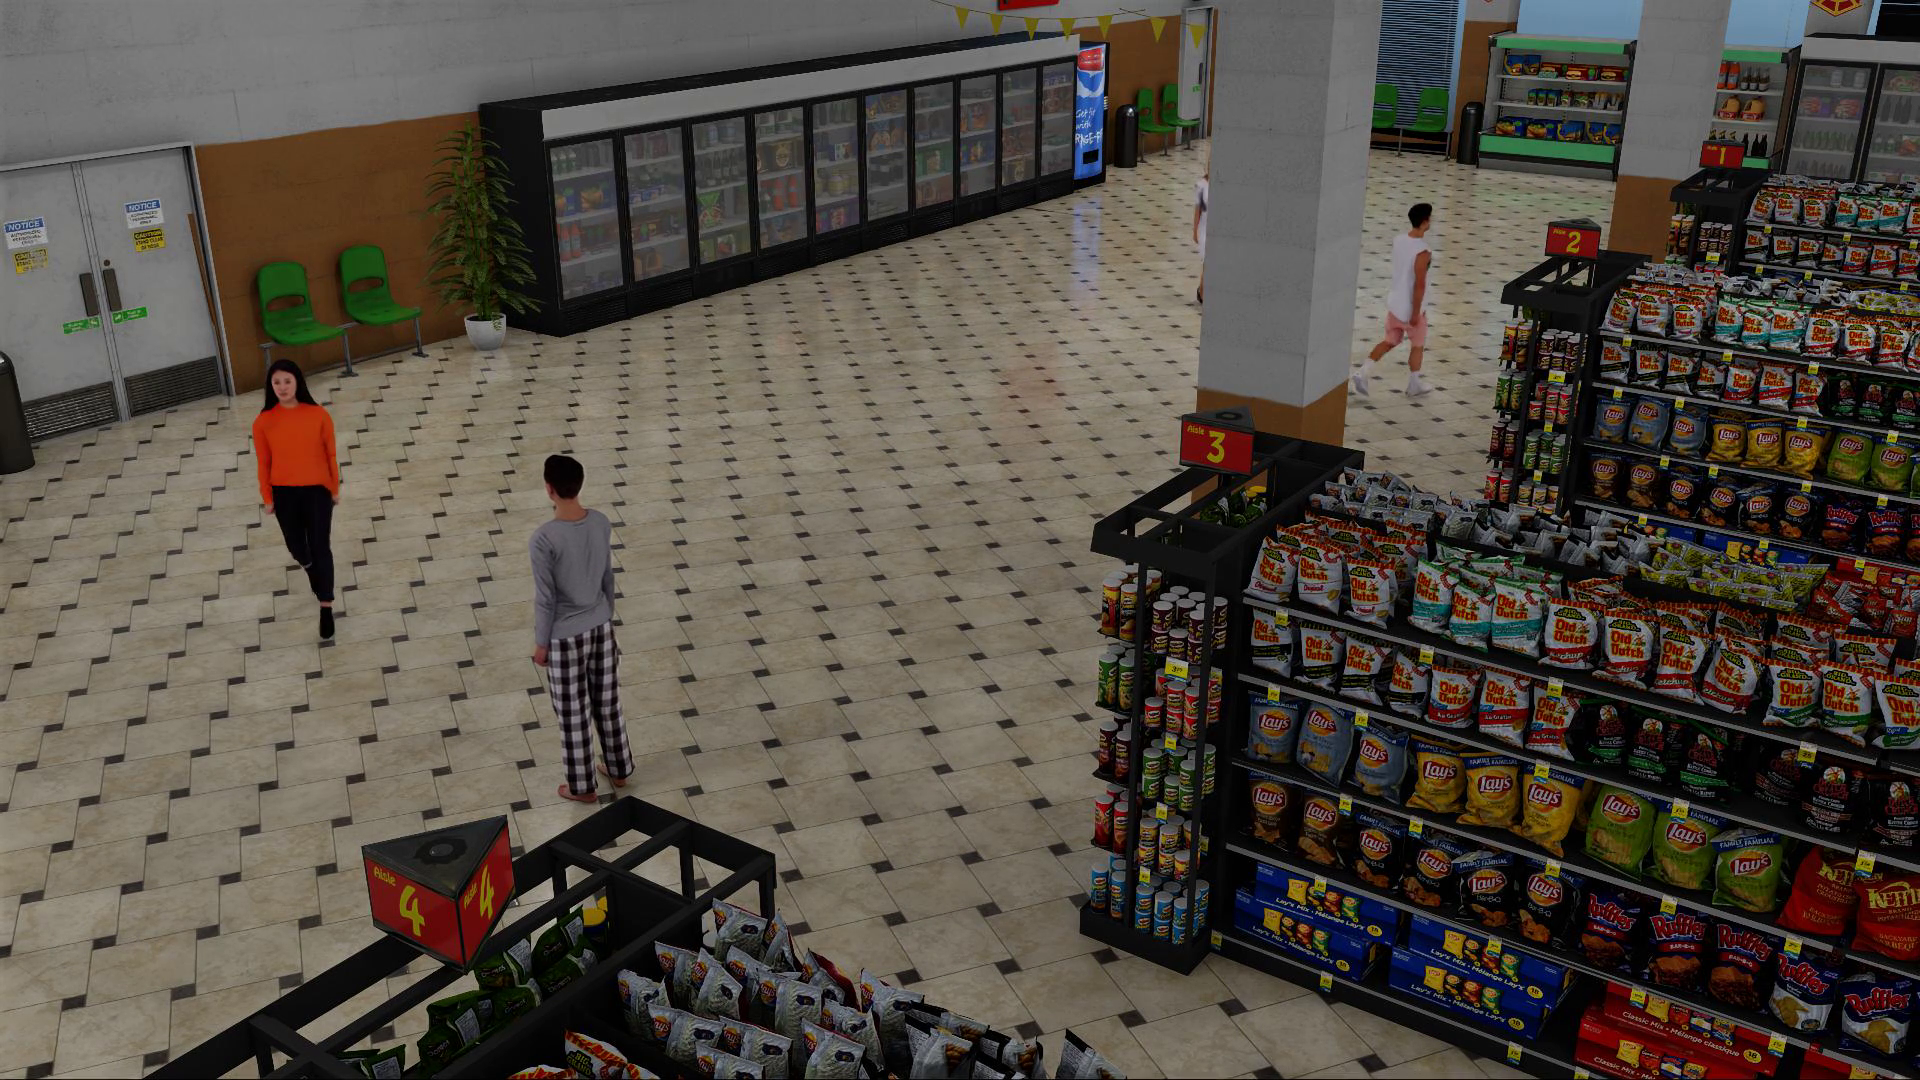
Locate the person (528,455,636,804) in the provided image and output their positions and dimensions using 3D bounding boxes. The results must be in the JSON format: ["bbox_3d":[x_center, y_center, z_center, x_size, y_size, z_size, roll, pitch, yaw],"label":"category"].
[{"bbox_3d":[-1.927,0.454,8.411,0.561,1.847,0.653,18,28,38],"label":"person"}]

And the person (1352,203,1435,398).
[{"bbox_3d":[3.924,-2.111,14.902,1.032,1.765,1.107,-10,24,-23],"label":"person"}]

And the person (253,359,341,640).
[{"bbox_3d":[-4.133,-0.299,10.456,1.056,1.718,1.178,-6,23,-14],"label":"person"}]
